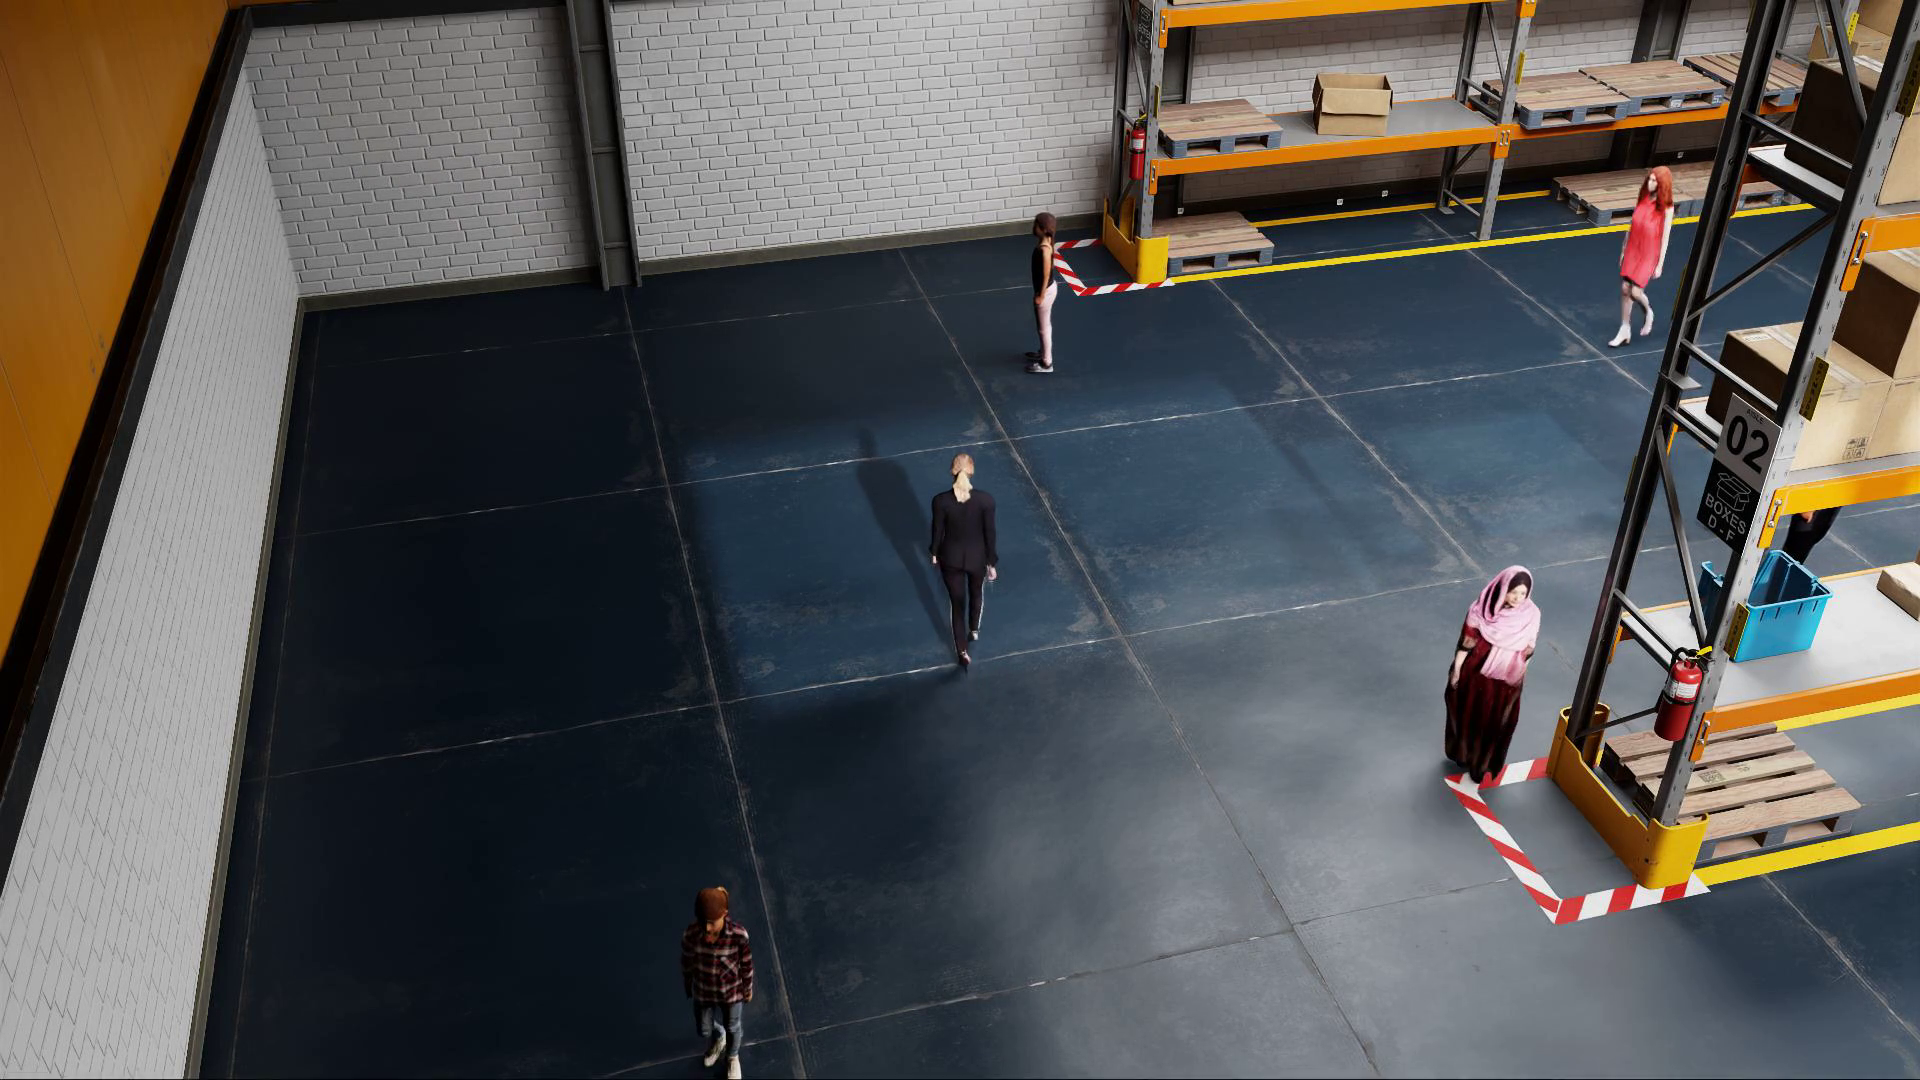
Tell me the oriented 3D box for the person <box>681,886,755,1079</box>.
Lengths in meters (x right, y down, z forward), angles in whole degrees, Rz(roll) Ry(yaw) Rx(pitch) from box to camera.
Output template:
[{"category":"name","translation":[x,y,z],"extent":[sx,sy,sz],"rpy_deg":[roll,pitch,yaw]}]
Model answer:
[{"category":"person","translation":[-1.252,2.308,8.715],"extent":[0.575,1.303,0.657],"rpy_deg":[1,34,2]}]

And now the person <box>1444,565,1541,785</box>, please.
[{"category":"person","translation":[3.409,0.789,10.716],"extent":[0.790,1.617,0.856],"rpy_deg":[12,35,17]}]

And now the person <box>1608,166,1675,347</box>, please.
[{"category":"person","translation":[6.516,-2.669,15.740],"extent":[0.797,1.815,0.705],"rpy_deg":[-17,37,-23]}]

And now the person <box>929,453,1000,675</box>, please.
[{"category":"person","translation":[0.025,0.213,11.518],"extent":[0.750,1.689,0.808],"rpy_deg":[0,34,1]}]

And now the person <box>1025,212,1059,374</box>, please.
[{"category":"person","translation":[0.784,-2.306,15.421],"extent":[0.628,1.565,0.613],"rpy_deg":[4,34,6]}]
